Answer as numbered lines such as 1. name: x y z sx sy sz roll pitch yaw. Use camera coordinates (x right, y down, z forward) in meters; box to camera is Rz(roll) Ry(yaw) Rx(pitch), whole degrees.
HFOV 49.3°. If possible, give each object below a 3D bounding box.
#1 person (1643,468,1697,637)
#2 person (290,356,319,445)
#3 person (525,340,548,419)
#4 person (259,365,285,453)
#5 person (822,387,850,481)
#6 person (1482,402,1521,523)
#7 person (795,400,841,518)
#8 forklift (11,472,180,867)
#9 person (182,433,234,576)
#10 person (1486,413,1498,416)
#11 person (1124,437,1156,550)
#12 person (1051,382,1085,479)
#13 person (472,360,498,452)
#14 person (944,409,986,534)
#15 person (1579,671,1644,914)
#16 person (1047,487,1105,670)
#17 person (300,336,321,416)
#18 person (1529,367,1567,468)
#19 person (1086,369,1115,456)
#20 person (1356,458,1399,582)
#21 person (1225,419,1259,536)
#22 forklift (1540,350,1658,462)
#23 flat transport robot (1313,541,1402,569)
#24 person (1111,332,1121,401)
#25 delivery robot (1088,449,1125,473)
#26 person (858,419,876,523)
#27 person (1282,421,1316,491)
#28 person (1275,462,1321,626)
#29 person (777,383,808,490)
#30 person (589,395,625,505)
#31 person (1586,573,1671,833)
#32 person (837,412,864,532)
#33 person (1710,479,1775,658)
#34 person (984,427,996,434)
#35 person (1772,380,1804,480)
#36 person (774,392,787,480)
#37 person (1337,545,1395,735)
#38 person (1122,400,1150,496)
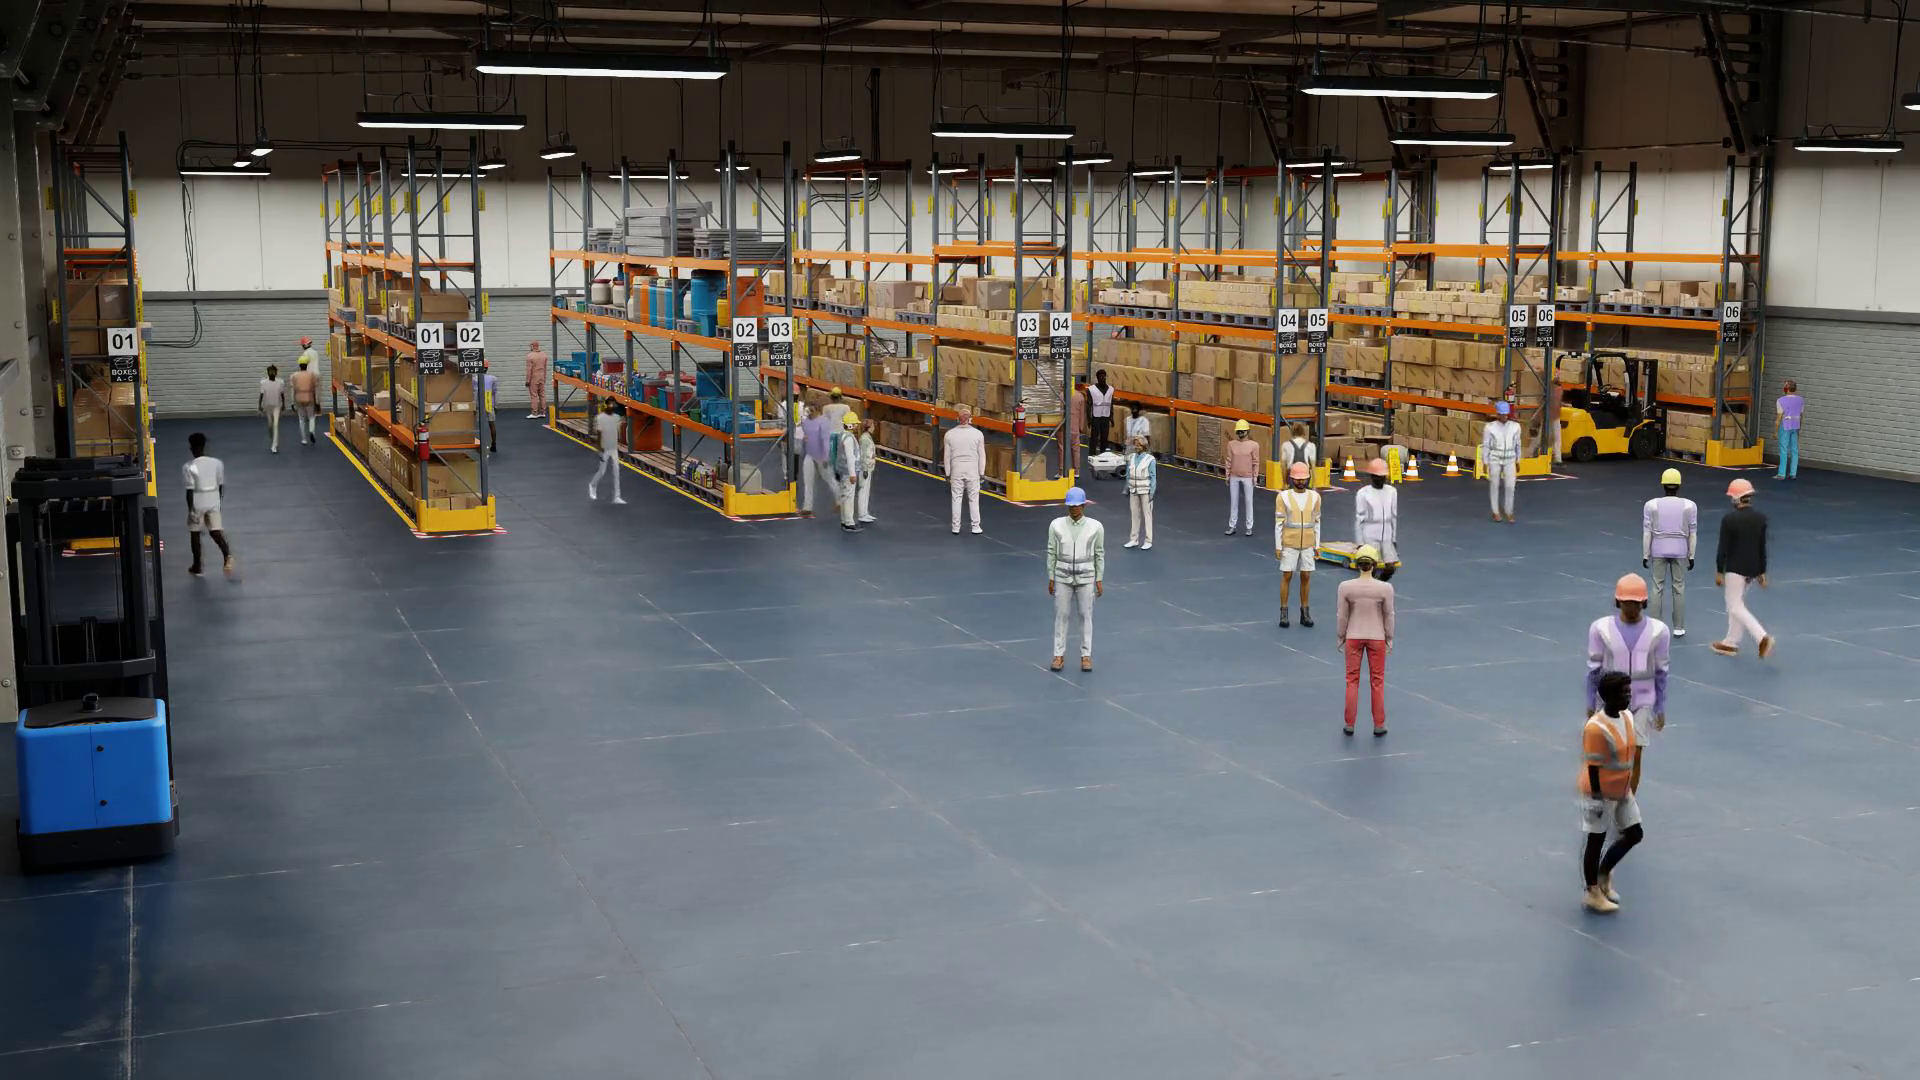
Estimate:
1. person: 8.097 0.143 23.922 0.587 1.930 0.359 2 9 14
2. person: -14.059 -2.997 44.926 0.587 1.915 0.445 -3 9 -19
3. person: -10.356 -3.919 51.077 0.411 1.911 0.643 6 10 34
4. person: -14.326 -2.755 43.620 0.526 1.829 0.940 -2 9 -15
5. person: -2.285 -1.957 38.626 0.517 1.722 0.849 1 9 6
6. person: 8.551 -1.216 33.007 0.646 1.915 0.828 0 9 2
7. person: -2.269 -1.341 33.986 0.677 1.891 0.993 7 11 41
8. forklift: -6.630 0.886 15.957 1.129 2.768 1.873 -3 9 -21
9. person: -10.062 -0.470 27.987 0.782 1.942 0.607 7 11 40
10. person: 11.165 -2.804 44.294 0.499 1.711 0.849 -2 9 -10
11. person: 2.625 -0.689 30.430 0.522 1.640 0.307 8 12 42
12. person: 1.990 -2.087 38.864 0.639 1.910 0.406 -2 9 -16
13. person: -9.880 -2.797 43.499 0.549 1.936 0.376 -6 10 -33
14. person: 0.077 -1.039 31.873 0.639 1.910 0.406 1 9 6
15. person: 4.426 1.712 14.250 0.558 1.683 0.371 -8 11 -41
16. person: 1.219 0.404 22.119 0.605 1.949 0.400 1 9 8
17. person: -16.022 -4.032 51.633 0.464 1.968 0.641 2 9 11
18. person: 11.443 -2.406 40.862 0.630 1.959 0.991 -4 9 -24
19. person: 2.719 -2.354 40.604 0.596 1.918 0.379 -4 10 -26
20. person: 5.009 -0.030 25.102 0.564 1.918 0.404 -3 9 -19
21. person: 4.267 -0.948 31.740 0.530 1.768 0.312 4 9 23
22. forklift: 12.897 -2.725 42.309 2.313 2.155 1.214 -3 9 -21
23. flat transport robot: 5.436 0.202 29.173 0.652 0.197 1.431 -5 10 -28
24. person: 3.898 -4.193 52.454 0.608 2.044 0.371 -1 9 -6
25. delivery robot: 2.747 -1.457 38.980 0.707 0.478 0.477 -1 9 -8
26. person: -1.486 -1.108 33.237 0.310 1.636 0.523 1 9 5
27. person: 5.035 -0.855 31.064 0.504 1.806 0.921 0 9 2
28. person: 3.970 0.045 24.547 0.551 1.936 0.357 -1 9 -6
29. person: -2.902 -1.805 36.979 0.577 1.904 0.862 -3 9 -17
30. person: -5.987 -1.539 35.462 0.522 1.838 0.820 -7 11 -40
31. person: 5.176 1.248 16.256 0.606 2.028 0.501 2 9 13
32. person: -1.686 -1.057 32.240 0.403 1.835 0.586 -2 9 -12
33. person: 8.508 0.329 22.604 0.619 1.965 0.855 -4 10 -27
34. person: 0.658 -3.363 47.325 0.651 1.917 0.524 -4 10 -27
35. person: 15.293 -2.024 38.646 0.567 1.847 0.389 -3 9 -17
36. person: -3.201 -1.948 38.898 0.508 1.616 0.550 -2 9 -14
37. person: 3.736 0.920 19.307 0.524 1.762 0.325 2 9 14
38. person: 3.131 -1.636 36.686 0.531 1.667 0.826 6 11 36
